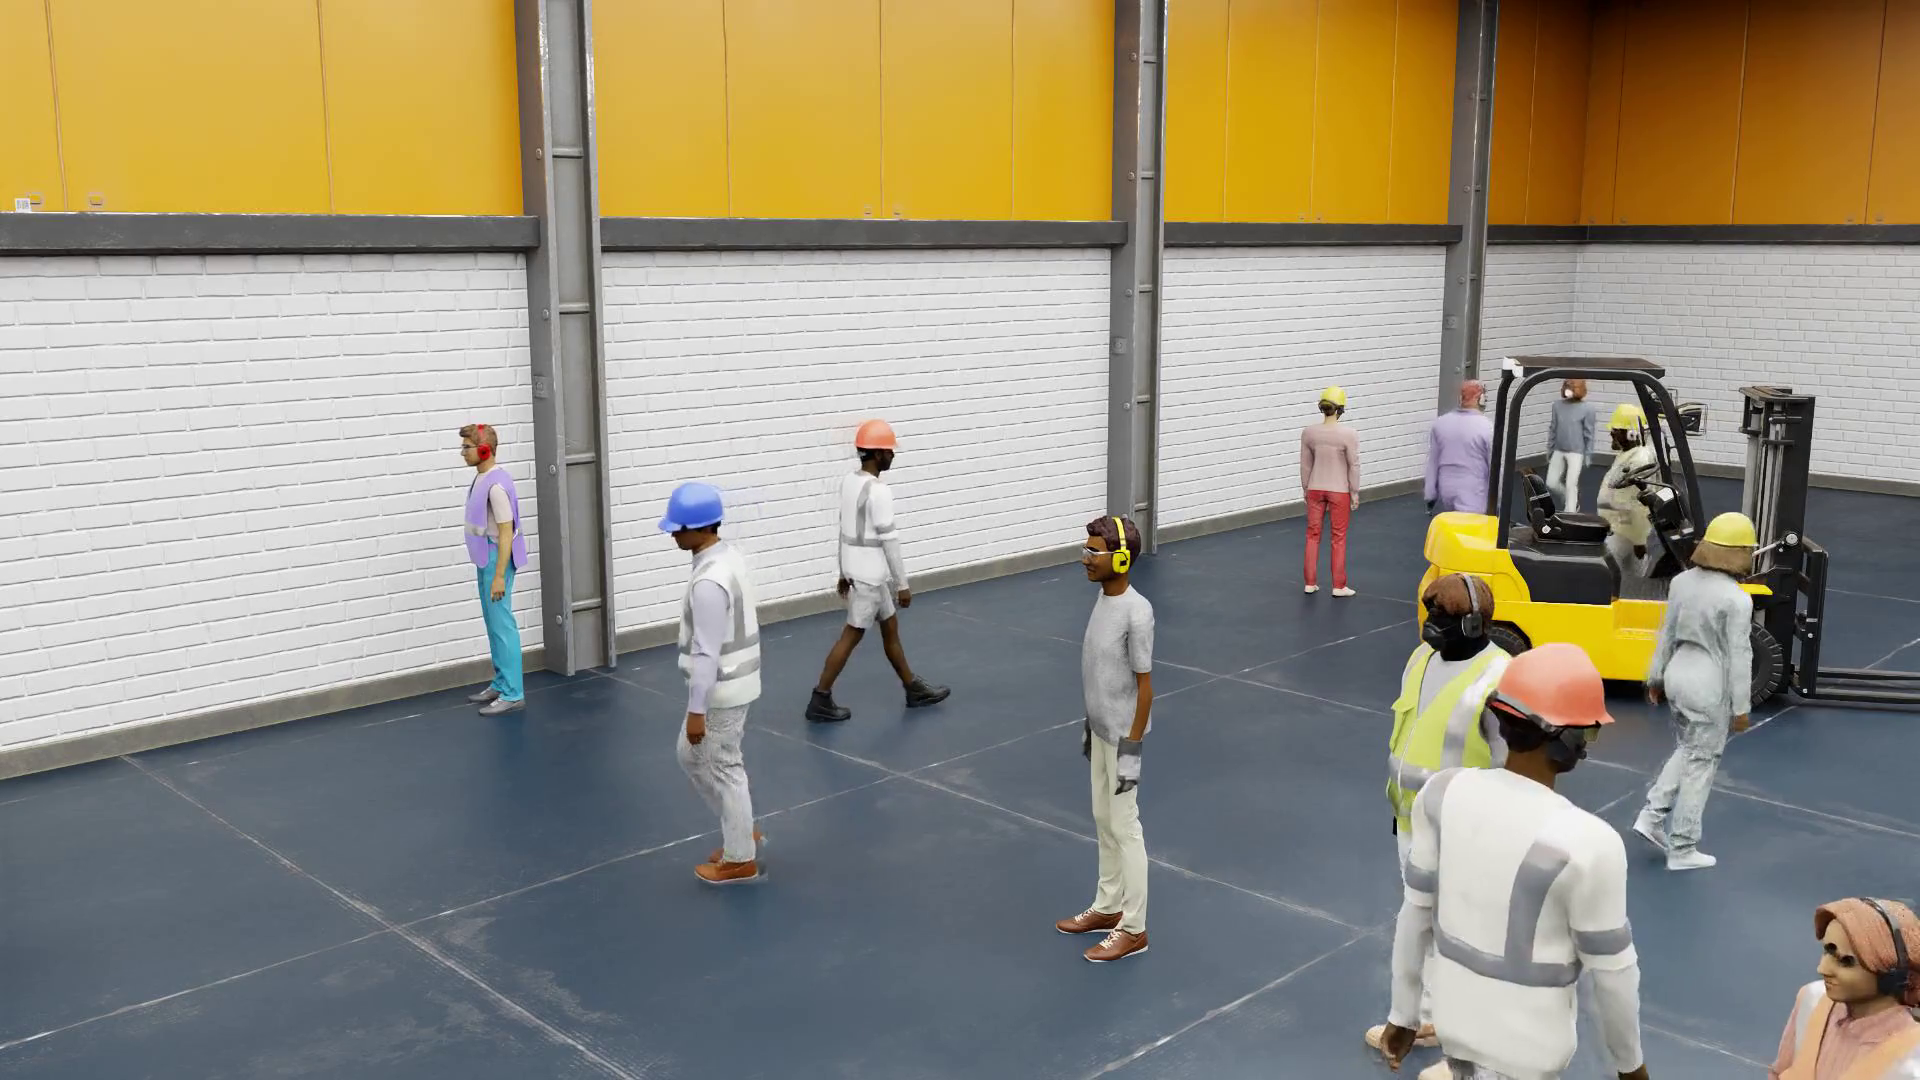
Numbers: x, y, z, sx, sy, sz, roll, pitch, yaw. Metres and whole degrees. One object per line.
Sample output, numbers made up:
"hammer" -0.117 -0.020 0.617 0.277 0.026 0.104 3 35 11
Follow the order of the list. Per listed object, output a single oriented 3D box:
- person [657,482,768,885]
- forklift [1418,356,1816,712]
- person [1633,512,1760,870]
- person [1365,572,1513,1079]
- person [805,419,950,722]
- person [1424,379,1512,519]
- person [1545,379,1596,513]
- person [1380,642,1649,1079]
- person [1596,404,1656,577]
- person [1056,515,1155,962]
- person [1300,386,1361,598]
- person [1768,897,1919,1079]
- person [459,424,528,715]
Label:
"person" -1.123 0.675 7.584 0.443 1.921 0.638 0 10 -2
"forklift" 4.276 -0.101 11.076 2.313 2.155 1.214 2 11 13
"person" 3.527 0.717 7.895 0.410 1.720 0.542 -3 11 -18
"person" 1.734 1.020 5.924 0.429 1.842 0.633 -4 11 -19
"person" -0.540 0.191 10.345 1.012 1.883 0.568 -5 11 -24
"person" 4.167 -0.361 13.426 1.004 1.844 0.682 -7 12 -32
"person" 6.191 -0.878 16.850 0.435 1.621 0.515 -7 13 -34
"person" 1.489 1.240 4.298 1.000 1.988 0.608 -5 11 -25
"person" 4.781 -0.106 12.207 0.889 1.785 0.599 4 11 21
"person" 0.627 0.820 6.936 0.329 1.873 0.516 -3 11 -16
"person" 3.088 -0.401 13.881 0.524 1.769 0.309 7 13 35
"person" 1.934 1.554 3.698 0.887 1.589 0.541 0 10 -2
"person" -2.935 0.176 10.521 0.372 1.840 0.570 -5 11 -25
